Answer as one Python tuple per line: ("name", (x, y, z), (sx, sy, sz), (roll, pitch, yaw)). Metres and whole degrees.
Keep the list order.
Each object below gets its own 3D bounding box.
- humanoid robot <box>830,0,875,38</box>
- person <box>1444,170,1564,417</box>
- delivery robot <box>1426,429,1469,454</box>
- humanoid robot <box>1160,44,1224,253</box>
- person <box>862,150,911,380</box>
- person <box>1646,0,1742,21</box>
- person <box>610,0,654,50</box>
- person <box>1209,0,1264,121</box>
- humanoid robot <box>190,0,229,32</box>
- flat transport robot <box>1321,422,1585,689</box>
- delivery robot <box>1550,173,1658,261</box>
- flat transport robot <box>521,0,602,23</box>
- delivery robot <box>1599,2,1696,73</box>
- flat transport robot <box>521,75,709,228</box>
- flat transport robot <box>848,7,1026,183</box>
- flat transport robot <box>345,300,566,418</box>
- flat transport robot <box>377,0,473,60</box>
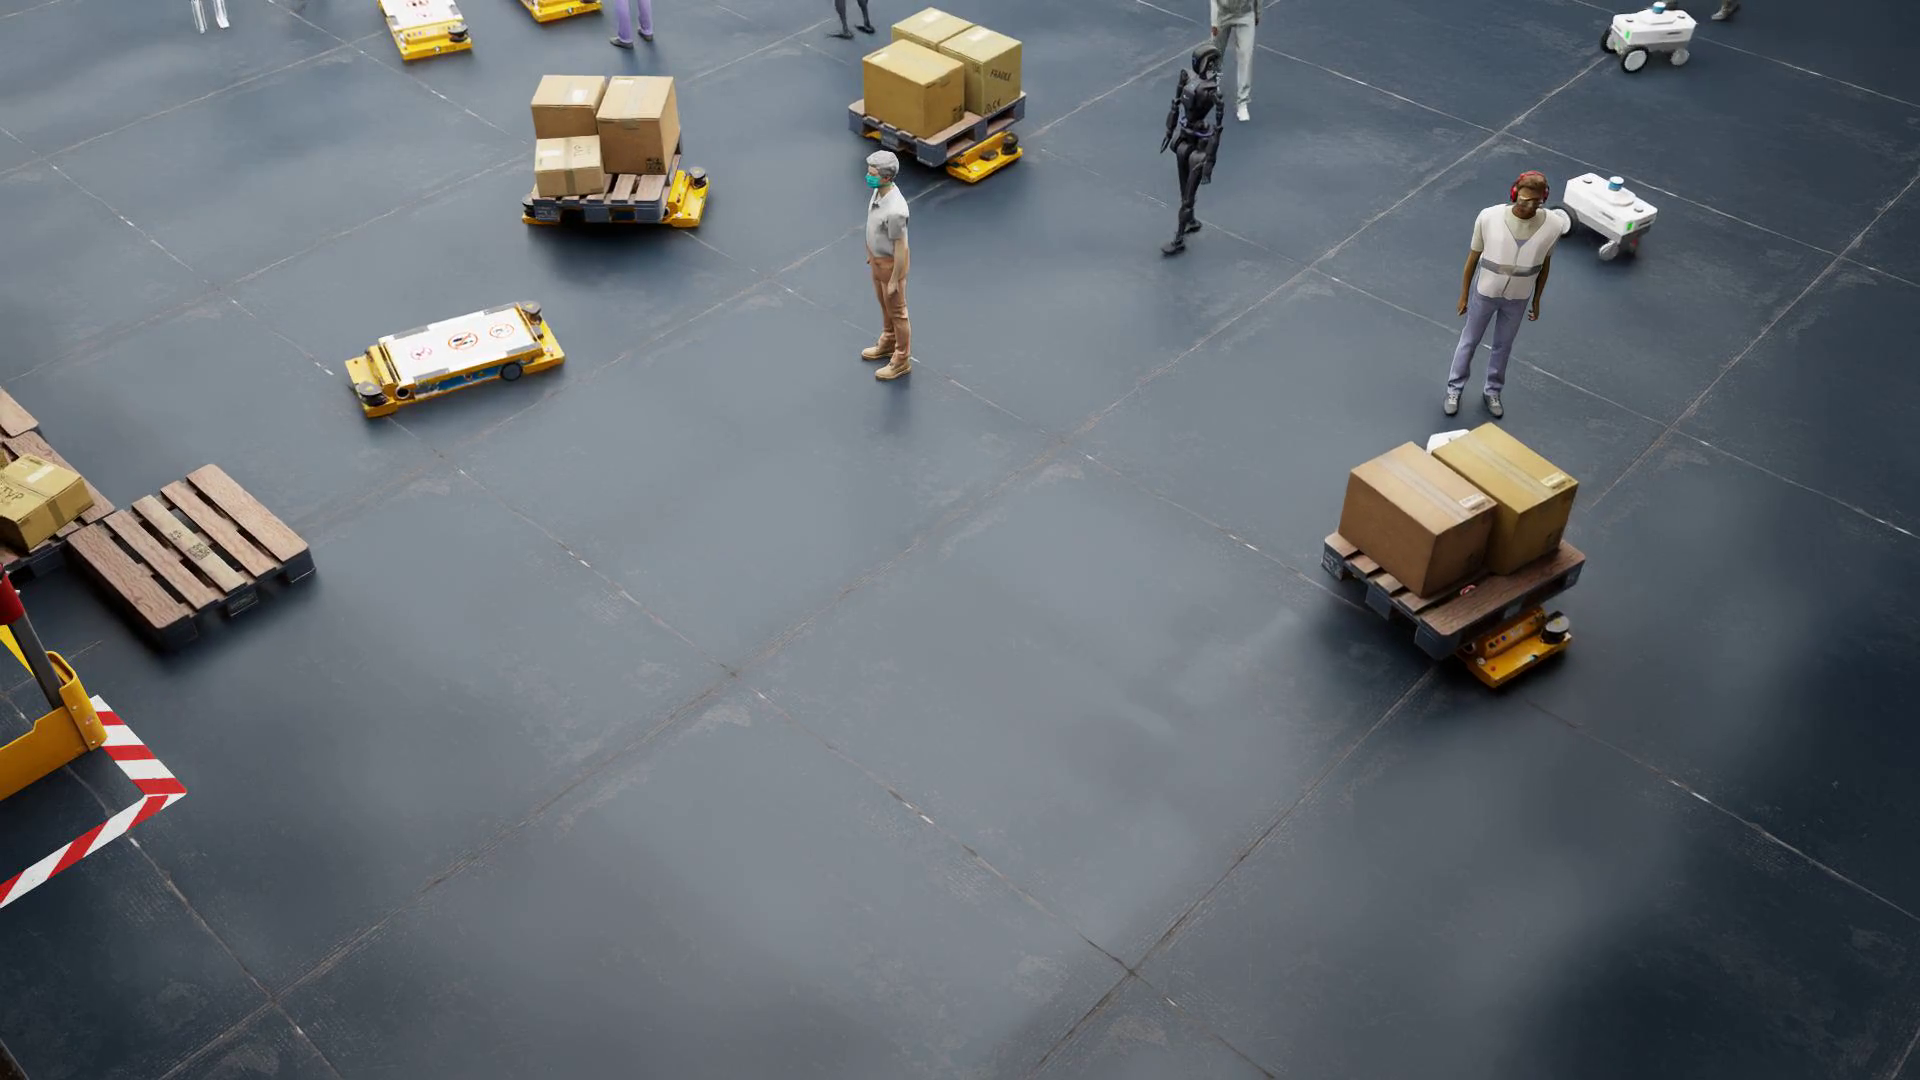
("humanoid robot", (-1.042, -5.572, 15.662), (0.330, 1.649, 0.603), (30, 50, 29))
("person", (3.643, -1.658, 11.188), (0.565, 1.849, 0.390), (3, 42, 3))
("delivery robot", (3.277, -0.374, 10.734), (0.499, 0.602, 0.801), (-10, 43, -11))
("humanoid robot", (1.749, -3.043, 12.857), (0.559, 1.642, 0.601), (-24, 47, -25))
("person", (-0.515, -1.920, 11.554), (0.320, 1.748, 0.471), (-15, 44, -16))
("person", (7.250, -5.864, 15.886), (0.811, 1.818, 0.579), (1, 42, 1))
("person", (-3.133, -5.477, 15.437), (0.568, 1.841, 0.378), (-33, 51, -31))
("person", (2.413, -4.592, 14.568), (0.491, 1.683, 0.891), (-1, 42, -1))
("humanoid robot", (-7.295, -5.690, 15.791), (0.540, 1.852, 0.657), (-18, 45, -19))
("flat transport robot", (2.976, 0.295, 10.198), (0.659, 0.231, 1.431), (-24, 47, -24))
("delivery robot", (5.111, -2.606, 13.213), (0.523, 0.600, 0.771), (-23, 47, -23))
("flat transport robot", (-4.193, -5.633, 16.787), (0.659, 0.231, 1.431), (-21, 46, -22))
("delivery robot", (6.445, -4.719, 15.568), (0.805, 0.609, 0.499), (-6, 42, -7))
("flat transport robot", (-2.825, -2.824, 13.664), (1.431, 0.231, 0.659), (1, 42, 1))
("flat transport robot", (-0.208, -3.525, 14.444), (1.431, 0.231, 0.659), (31, 50, 29))
("flat transport robot", (-3.643, -1.317, 11.990), (1.431, 0.231, 0.659), (-19, 45, -20))
("flat transport robot", (-5.237, -5.092, 16.186), (0.659, 0.231, 1.431), (-17, 45, -18))
